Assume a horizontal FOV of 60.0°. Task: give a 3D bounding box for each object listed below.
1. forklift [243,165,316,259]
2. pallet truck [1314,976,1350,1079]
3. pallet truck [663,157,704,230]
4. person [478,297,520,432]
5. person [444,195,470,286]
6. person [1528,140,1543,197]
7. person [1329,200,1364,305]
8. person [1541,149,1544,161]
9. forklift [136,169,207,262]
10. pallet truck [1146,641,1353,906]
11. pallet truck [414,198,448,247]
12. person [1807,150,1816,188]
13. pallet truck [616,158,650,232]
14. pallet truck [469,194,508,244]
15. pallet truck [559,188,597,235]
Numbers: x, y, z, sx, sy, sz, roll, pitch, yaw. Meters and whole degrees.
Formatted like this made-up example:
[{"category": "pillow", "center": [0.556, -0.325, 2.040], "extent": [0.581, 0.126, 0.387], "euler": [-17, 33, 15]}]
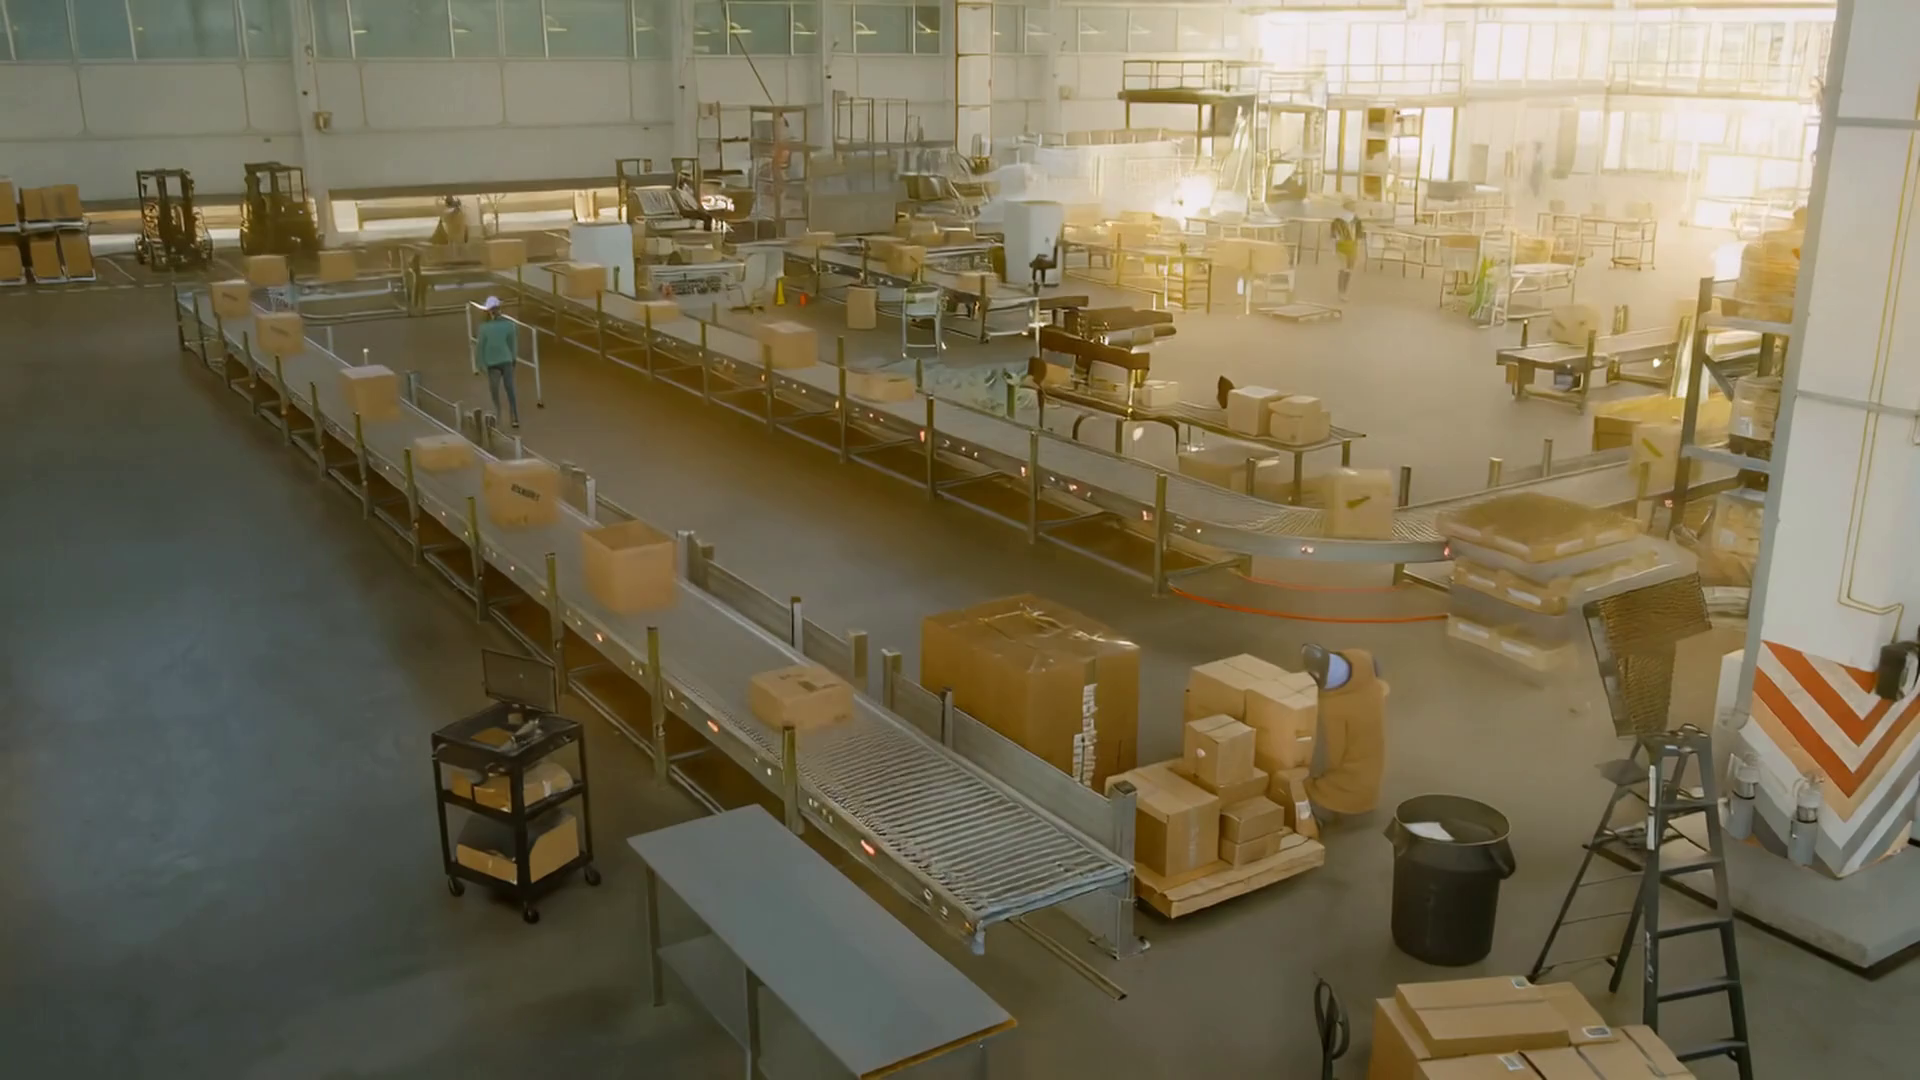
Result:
[{"category": "forklift", "center": [-15.898, -7.669, 38.708], "extent": [1.157, 1.987, 2.680], "euler": [-11, 20, -33]}, {"category": "pallet truck", "center": [2.299, 2.390, 7.086], "extent": [1.601, 1.201, 0.680], "euler": [-2, 17, -7]}, {"category": "pallet truck", "center": [-7.586, -9.308, 44.692], "extent": [0.823, 1.965, 1.885], "euler": [-11, 20, -33]}, {"category": "person", "center": [-6.021, -2.290, 21.738], "extent": [0.524, 1.769, 0.309], "euler": [-13, 21, -37]}, {"category": "person", "center": [-10.470, -6.213, 34.587], "extent": [0.647, 1.889, 0.521], "euler": [6, 18, 20]}, {"category": "person", "center": [18.856, -12.144, 54.426], "extent": [0.411, 1.832, 0.531], "euler": [9, 19, 27]}, {"category": "person", "center": [7.509, -5.553, 32.152], "extent": [0.635, 2.017, 0.707], "euler": [-3, 17, -9]}, {"category": "person", "center": [21.826, -14.482, 62.512], "extent": [0.500, 1.636, 0.285], "euler": [10, 19, 29]}, {"category": "forklift", "center": [-17.842, -7.318, 37.559], "extent": [1.157, 1.987, 2.680], "euler": [-10, 20, -31]}, {"category": "pallet truck", "center": [1.664, 1.407, 10.232], "extent": [1.630, 1.274, 0.653], "euler": [-10, 20, -31]}, {"category": "pallet truck", "center": [-13.250, -8.060, 41.856], "extent": [0.680, 1.201, 1.601], "euler": [-10, 20, -31]}, {"category": "person", "center": [27.193, -11.691, 52.675], "extent": [0.613, 1.964, 0.361], "euler": [11, 20, 33]}, {"category": "pallet truck", "center": [-8.918, -9.176, 44.255], "extent": [0.823, 1.965, 1.885], "euler": [-9, 19, -27]}, {"category": "pallet truck", "center": [-11.983, -8.177, 42.137], "extent": [0.704, 1.261, 1.522], "euler": [-11, 20, -33]}, {"category": "pallet truck", "center": [-10.010, -8.652, 43.699], "extent": [0.653, 1.274, 1.630], "euler": [-10, 20, -31]}]
